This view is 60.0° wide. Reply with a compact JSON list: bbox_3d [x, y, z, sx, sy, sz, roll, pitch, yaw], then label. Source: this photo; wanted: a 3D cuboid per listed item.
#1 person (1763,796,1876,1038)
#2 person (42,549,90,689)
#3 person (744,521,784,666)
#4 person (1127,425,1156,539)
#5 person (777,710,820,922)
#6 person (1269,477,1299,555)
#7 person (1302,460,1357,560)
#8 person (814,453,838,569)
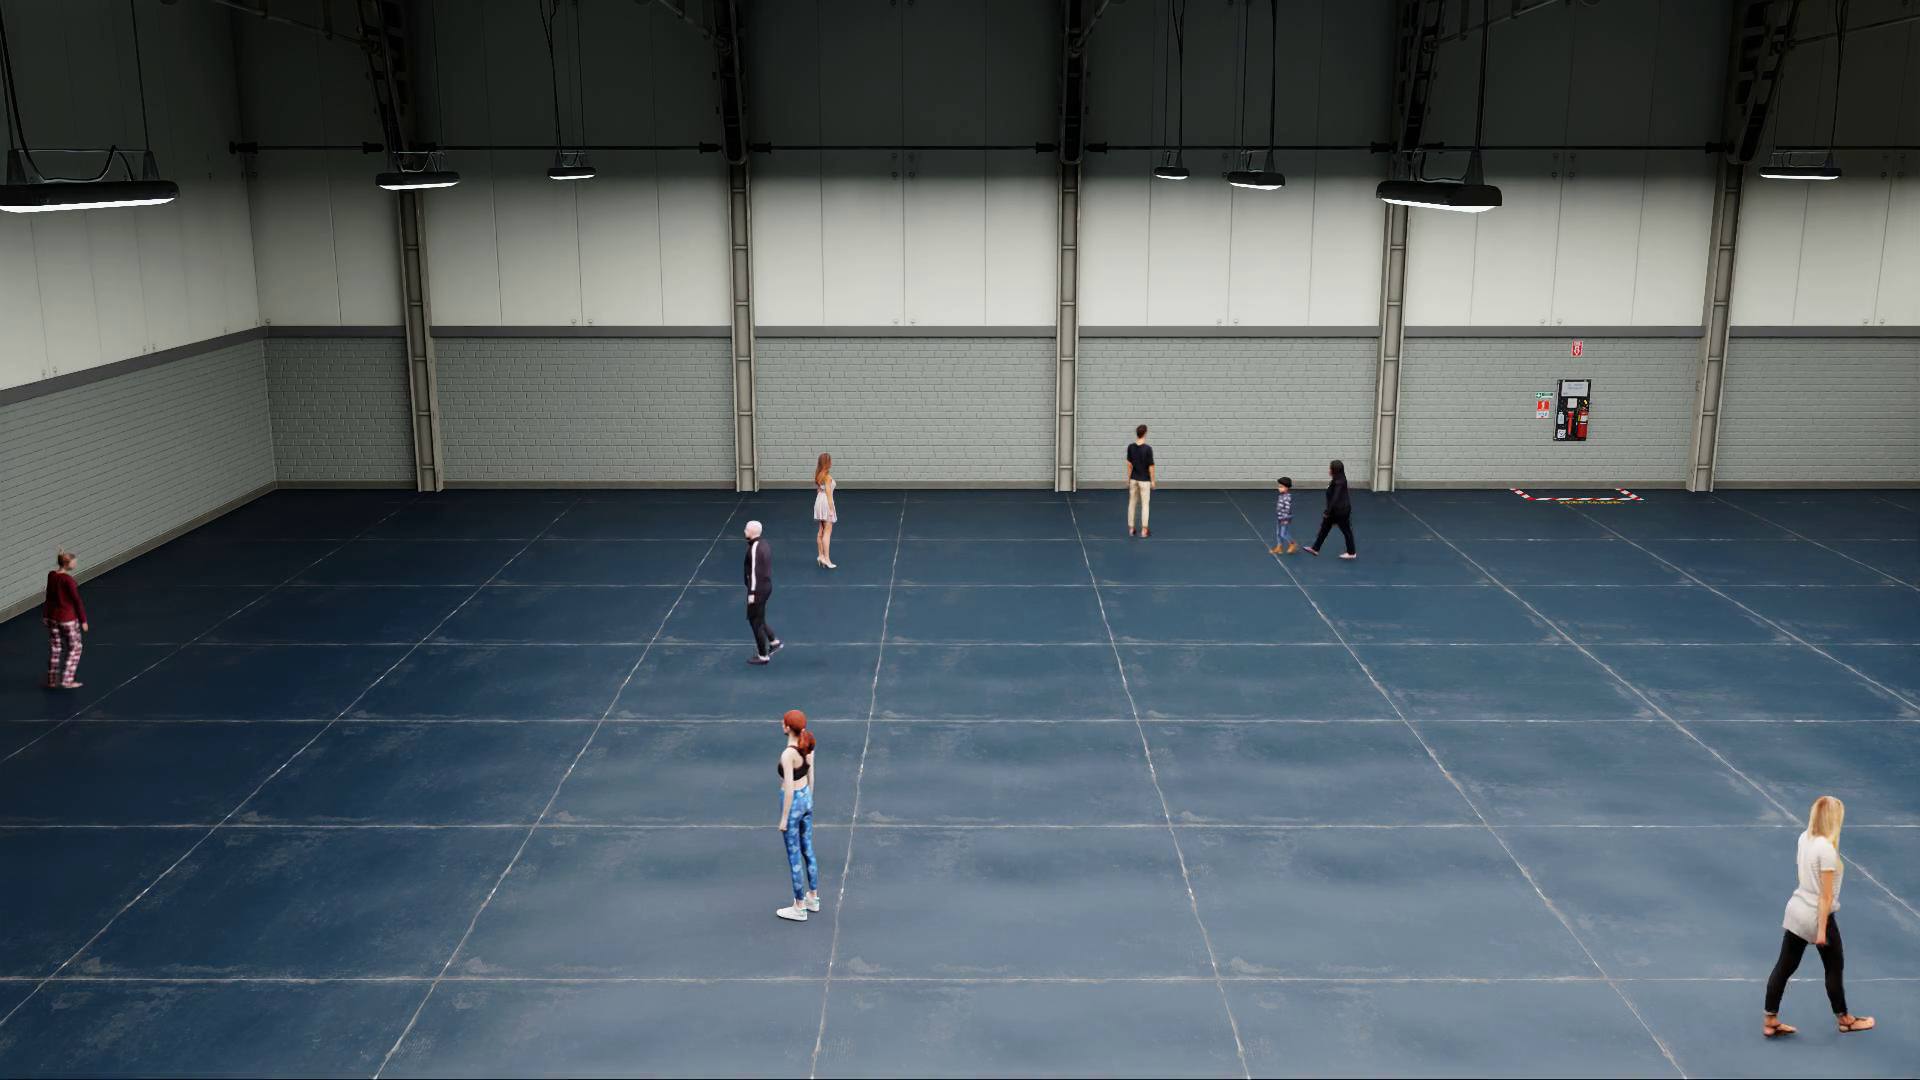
[{"bbox_3d":[5.914,2.694,11.740,1.053,1.795,0.742,-2,13,-7],"label":"person"},{"bbox_3d":[-10.611,0.934,19.589,0.670,1.684,0.871,3,13,11],"label":"person"},{"bbox_3d":[-2.375,0.662,20.462,0.719,1.819,0.730,2,13,7],"label":"person"},{"bbox_3d":[2.976,-0.981,27.478,0.668,1.854,0.783,8,16,33],"label":"person"},{"bbox_3d":[-1.344,2.249,13.686,0.703,1.785,0.673,7,15,28],"label":"person"},{"bbox_3d":[5.147,-0.377,26.219,0.721,1.247,0.580,-3,13,-12],"label":"person"},{"bbox_3d":[5.953,-0.436,25.767,1.038,1.565,0.642,0,13,1],"label":"person"},{"bbox_3d":[-2.063,-0.458,25.409,0.704,1.769,0.665,-7,15,-26],"label":"person"}]
